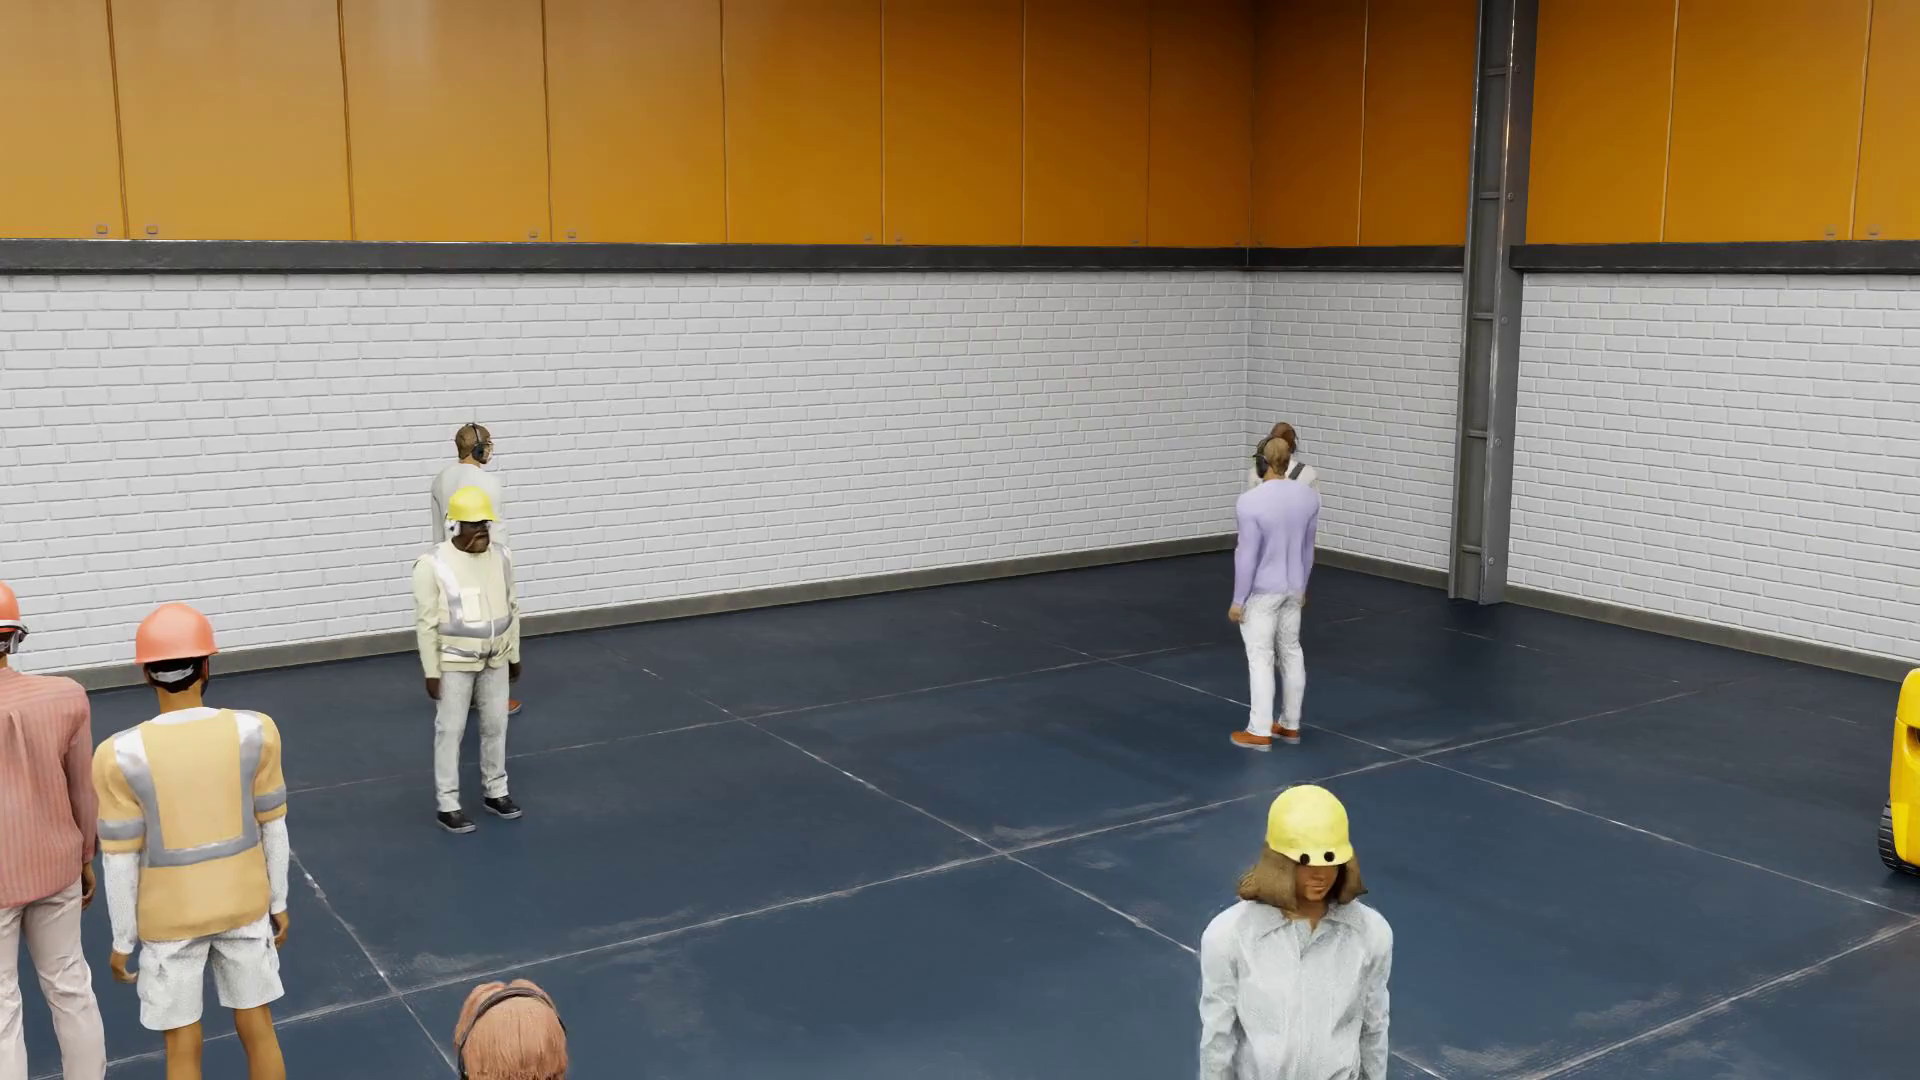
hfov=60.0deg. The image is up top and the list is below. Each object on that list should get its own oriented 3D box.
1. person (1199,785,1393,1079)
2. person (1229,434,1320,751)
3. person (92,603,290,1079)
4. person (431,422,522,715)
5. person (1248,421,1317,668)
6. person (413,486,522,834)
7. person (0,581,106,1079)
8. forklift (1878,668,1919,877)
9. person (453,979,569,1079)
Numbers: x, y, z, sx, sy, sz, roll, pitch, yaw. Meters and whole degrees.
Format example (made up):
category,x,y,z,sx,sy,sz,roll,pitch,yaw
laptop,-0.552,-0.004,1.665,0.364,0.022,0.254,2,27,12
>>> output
category,x,y,z,sx,sy,sz,roll,pitch,yaw
person,0.818,1.434,4.087,0.482,1.733,0.378,0,9,-1
person,1.914,0.320,10.183,0.634,1.938,0.355,-6,11,-33
person,-2.376,1.153,5.194,0.542,1.931,0.375,-7,12,-35
person,-3.192,0.198,10.920,0.632,1.938,0.359,7,12,35
person,2.349,0.051,12.131,0.517,1.831,0.467,1,9,4
person,-2.564,0.617,8.763,0.403,1.824,0.602,8,12,41
person,-3.071,1.093,5.358,0.379,1.996,0.611,5,11,29
forklift,5.511,0.571,7.906,2.313,2.155,1.214,-6,11,-33
person,-0.821,1.643,3.163,0.520,1.623,0.559,-4,10,-21
